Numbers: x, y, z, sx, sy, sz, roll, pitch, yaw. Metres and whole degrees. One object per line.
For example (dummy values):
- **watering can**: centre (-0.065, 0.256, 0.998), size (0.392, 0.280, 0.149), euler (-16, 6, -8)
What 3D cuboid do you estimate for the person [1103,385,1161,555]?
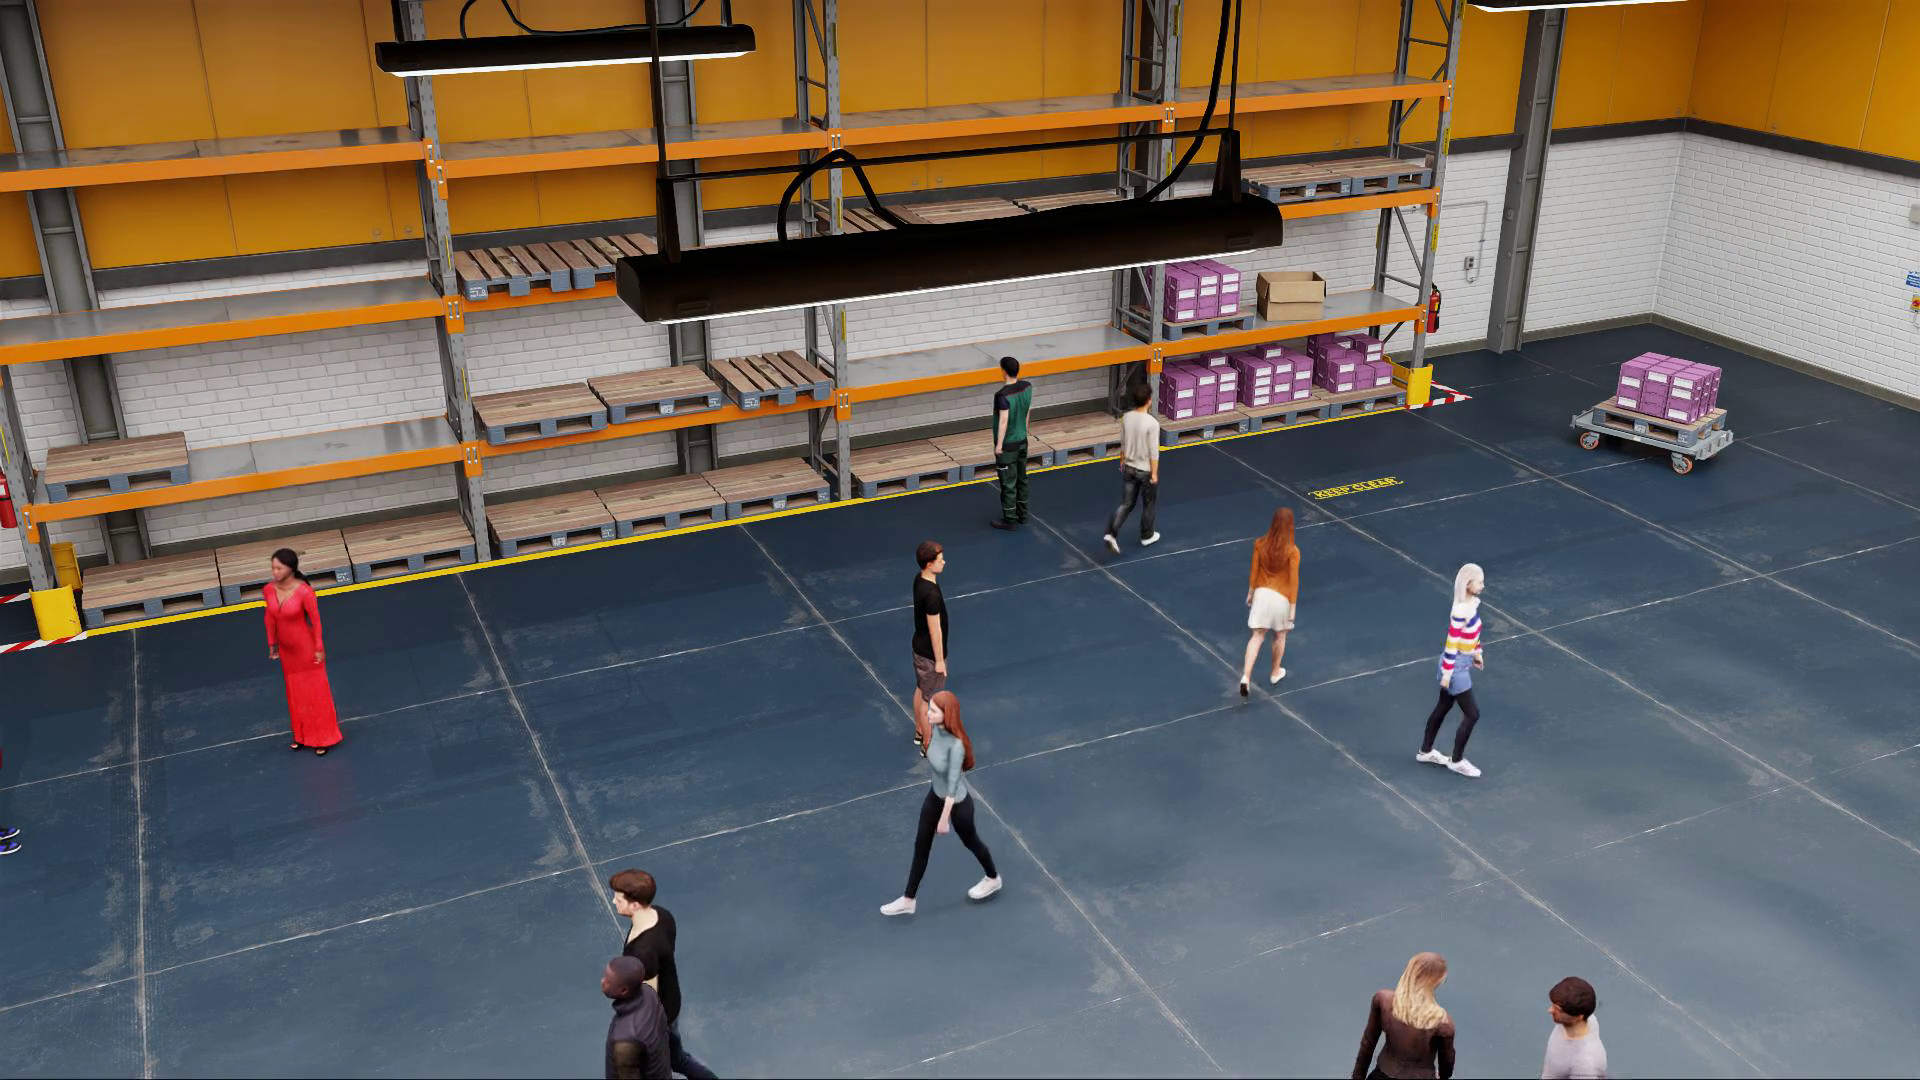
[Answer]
- **person**: centre (1.786, -0.699, 17.055), size (0.926, 1.787, 1.184), euler (20, 31, 38)

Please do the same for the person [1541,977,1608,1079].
- **person**: centre (3.201, 2.994, 8.568), size (0.836, 1.818, 0.823), euler (4, 24, 8)

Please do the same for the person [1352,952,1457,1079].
- **person**: centre (2.358, 2.976, 8.794), size (0.991, 1.670, 1.078), euler (15, 28, 30)

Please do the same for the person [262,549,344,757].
- **person**: centre (-5.313, 0.891, 13.422), size (0.729, 1.784, 0.807), euler (5, 24, 12)

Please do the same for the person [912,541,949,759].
- **person**: centre (-0.248, 0.859, 13.398), size (0.646, 1.861, 0.730), euler (-5, 24, -12)

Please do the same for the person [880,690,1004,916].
- **person**: centre (0.008, 1.818, 11.415), size (1.140, 1.694, 0.619), euler (-9, 25, -20)

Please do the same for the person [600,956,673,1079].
- **person**: centre (-1.672, 2.931, 8.690), size (0.724, 1.837, 0.775), euler (0, 24, -1)

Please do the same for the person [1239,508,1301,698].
- **person**: centre (2.647, 0.559, 14.291), size (0.972, 1.696, 1.118), euler (14, 27, 28)

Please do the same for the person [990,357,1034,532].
- **person**: centre (0.559, -1.041, 17.697), size (0.826, 1.900, 0.696), euler (17, 29, 33)

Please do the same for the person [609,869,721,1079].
- **person**: centre (-1.609, 2.648, 9.299), size (1.276, 1.867, 1.039), euler (-1, 24, -1)

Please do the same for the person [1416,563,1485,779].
- **person**: centre (3.843, 0.996, 13.172), size (0.917, 1.791, 0.859), euler (9, 25, 20)

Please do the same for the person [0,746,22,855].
- **person**: centre (-7.186, 1.714, 12.202), size (0.518, 1.254, 0.519), euler (-15, 28, -30)
